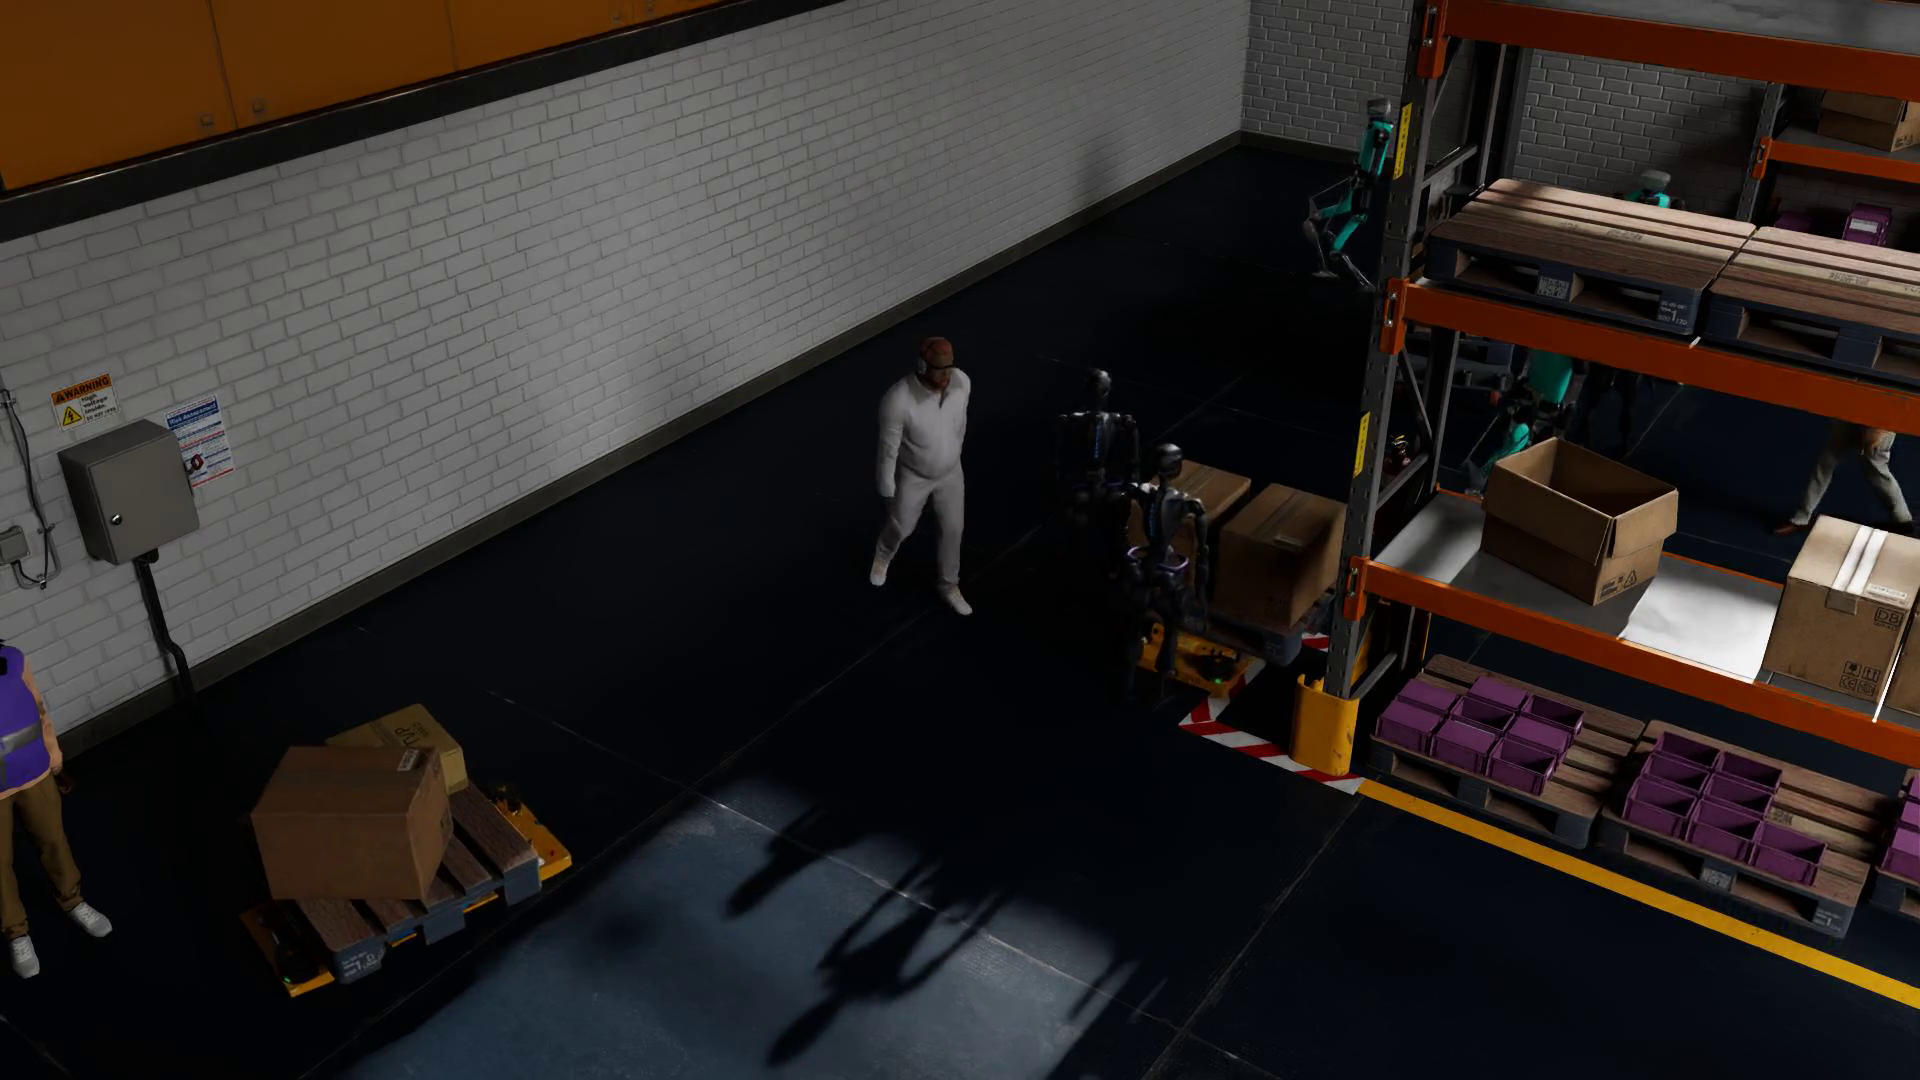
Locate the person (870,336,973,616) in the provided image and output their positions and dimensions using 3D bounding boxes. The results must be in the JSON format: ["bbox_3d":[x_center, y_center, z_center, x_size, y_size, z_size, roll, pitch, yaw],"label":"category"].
[{"bbox_3d":[-0.269,-0.457,10.252,0.657,1.859,0.808,-17,34,-27],"label":"person"}]

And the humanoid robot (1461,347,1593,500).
[{"bbox_3d":[3.460,-0.601,10.667,0.906,1.821,0.550,-11,32,-18],"label":"humanoid robot"}]

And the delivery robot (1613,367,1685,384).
[{"bbox_3d":[5.736,-1.628,13.568,0.741,0.585,0.510,18,35,28],"label":"delivery robot"}]

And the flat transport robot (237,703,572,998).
[{"bbox_3d":[-2.701,1.673,8.137,1.431,0.231,0.659,-23,37,-34],"label":"flat transport robot"}]

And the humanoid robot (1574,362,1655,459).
[{"bbox_3d":[4.698,-1.270,11.884,0.611,1.628,0.767,23,37,34],"label":"humanoid robot"}]

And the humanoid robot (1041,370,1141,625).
[{"bbox_3d":[0.796,-0.244,10.061,0.610,1.648,0.331,-1,30,-1],"label":"humanoid robot"}]

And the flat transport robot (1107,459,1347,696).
[{"bbox_3d":[1.656,0.455,10.250,0.659,0.231,1.431,19,35,29],"label":"flat transport robot"}]

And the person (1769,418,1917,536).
[{"bbox_3d":[6.017,-0.826,10.932,0.922,1.820,0.598,-1,30,-2],"label":"person"}]

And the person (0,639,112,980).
[{"bbox_3d":[-4.324,1.082,7.507,0.419,1.925,0.531,23,37,34],"label":"person"}]

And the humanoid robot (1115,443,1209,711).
[{"bbox_3d":[1.112,0.218,9.254,0.589,1.647,0.320,17,34,26],"label":"humanoid robot"}]

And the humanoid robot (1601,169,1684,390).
[{"bbox_3d":[5.188,-1.898,12.917,0.538,1.831,0.734,13,32,21],"label":"humanoid robot"}]

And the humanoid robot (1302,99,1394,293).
[{"bbox_3d":[3.434,-3.051,14.882,0.900,1.784,0.544,3,30,6],"label":"humanoid robot"}]
